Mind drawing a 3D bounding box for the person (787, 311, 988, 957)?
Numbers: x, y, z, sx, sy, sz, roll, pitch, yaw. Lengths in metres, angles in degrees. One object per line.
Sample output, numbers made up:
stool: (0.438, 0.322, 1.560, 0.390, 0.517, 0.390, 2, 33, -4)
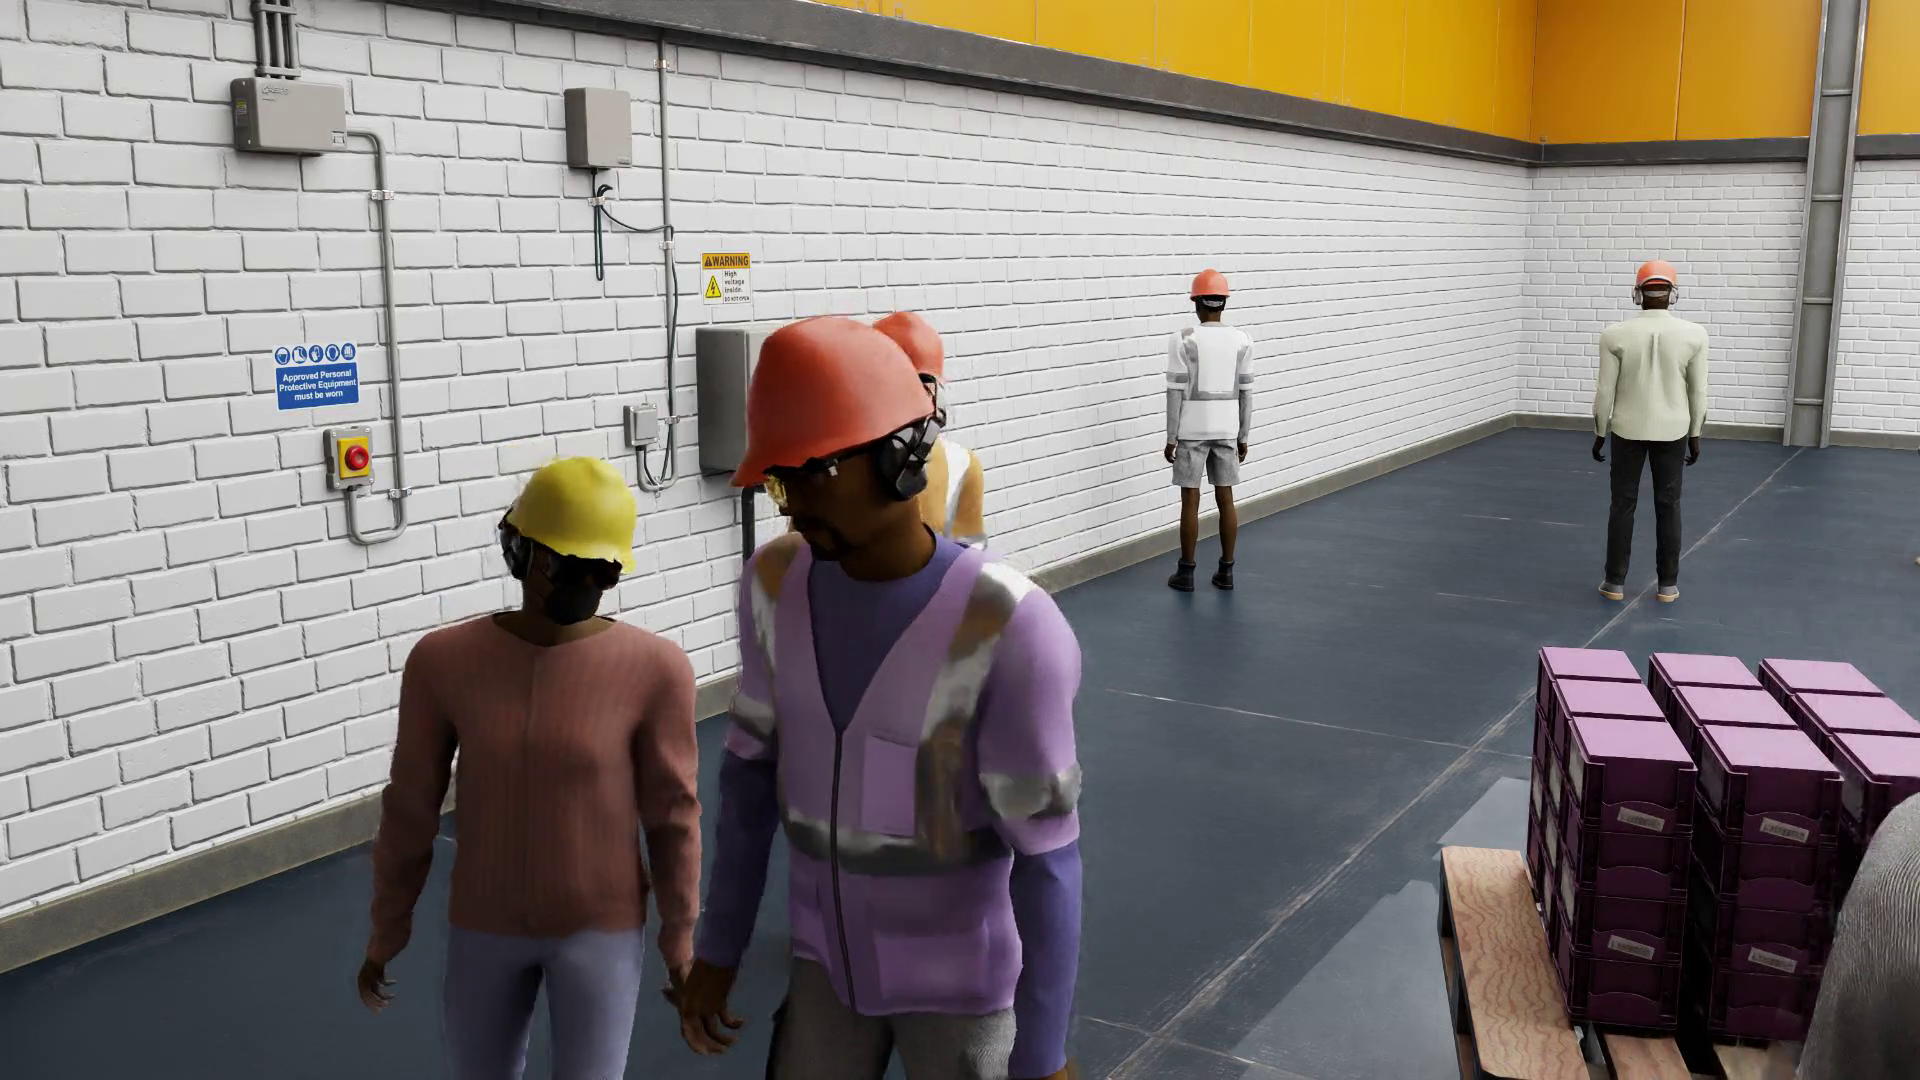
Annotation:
person: (-0.209, 0.326, 4.609, 0.571, 1.919, 0.558, -3, 11, -18)

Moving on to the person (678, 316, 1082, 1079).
person: (-0.103, 0.658, 2.584, 0.651, 1.990, 0.574, 7, 12, 34)

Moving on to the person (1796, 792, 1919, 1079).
person: (0.970, 0.889, 1.697, 0.504, 1.835, 0.656, 7, 12, 33)

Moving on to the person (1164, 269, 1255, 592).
person: (1.478, -0.651, 9.994, 0.541, 1.929, 0.380, -3, 11, -14)

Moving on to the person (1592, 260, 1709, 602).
person: (4.010, -0.628, 9.699, 0.609, 1.986, 0.392, 3, 11, 16)

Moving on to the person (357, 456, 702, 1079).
person: (-0.765, 0.702, 3.050, 0.596, 1.727, 0.363, 0, 10, 0)

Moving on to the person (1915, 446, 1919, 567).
person: (6.372, -0.639, 10.559, 0.535, 1.697, 0.322, 1, 10, 5)
